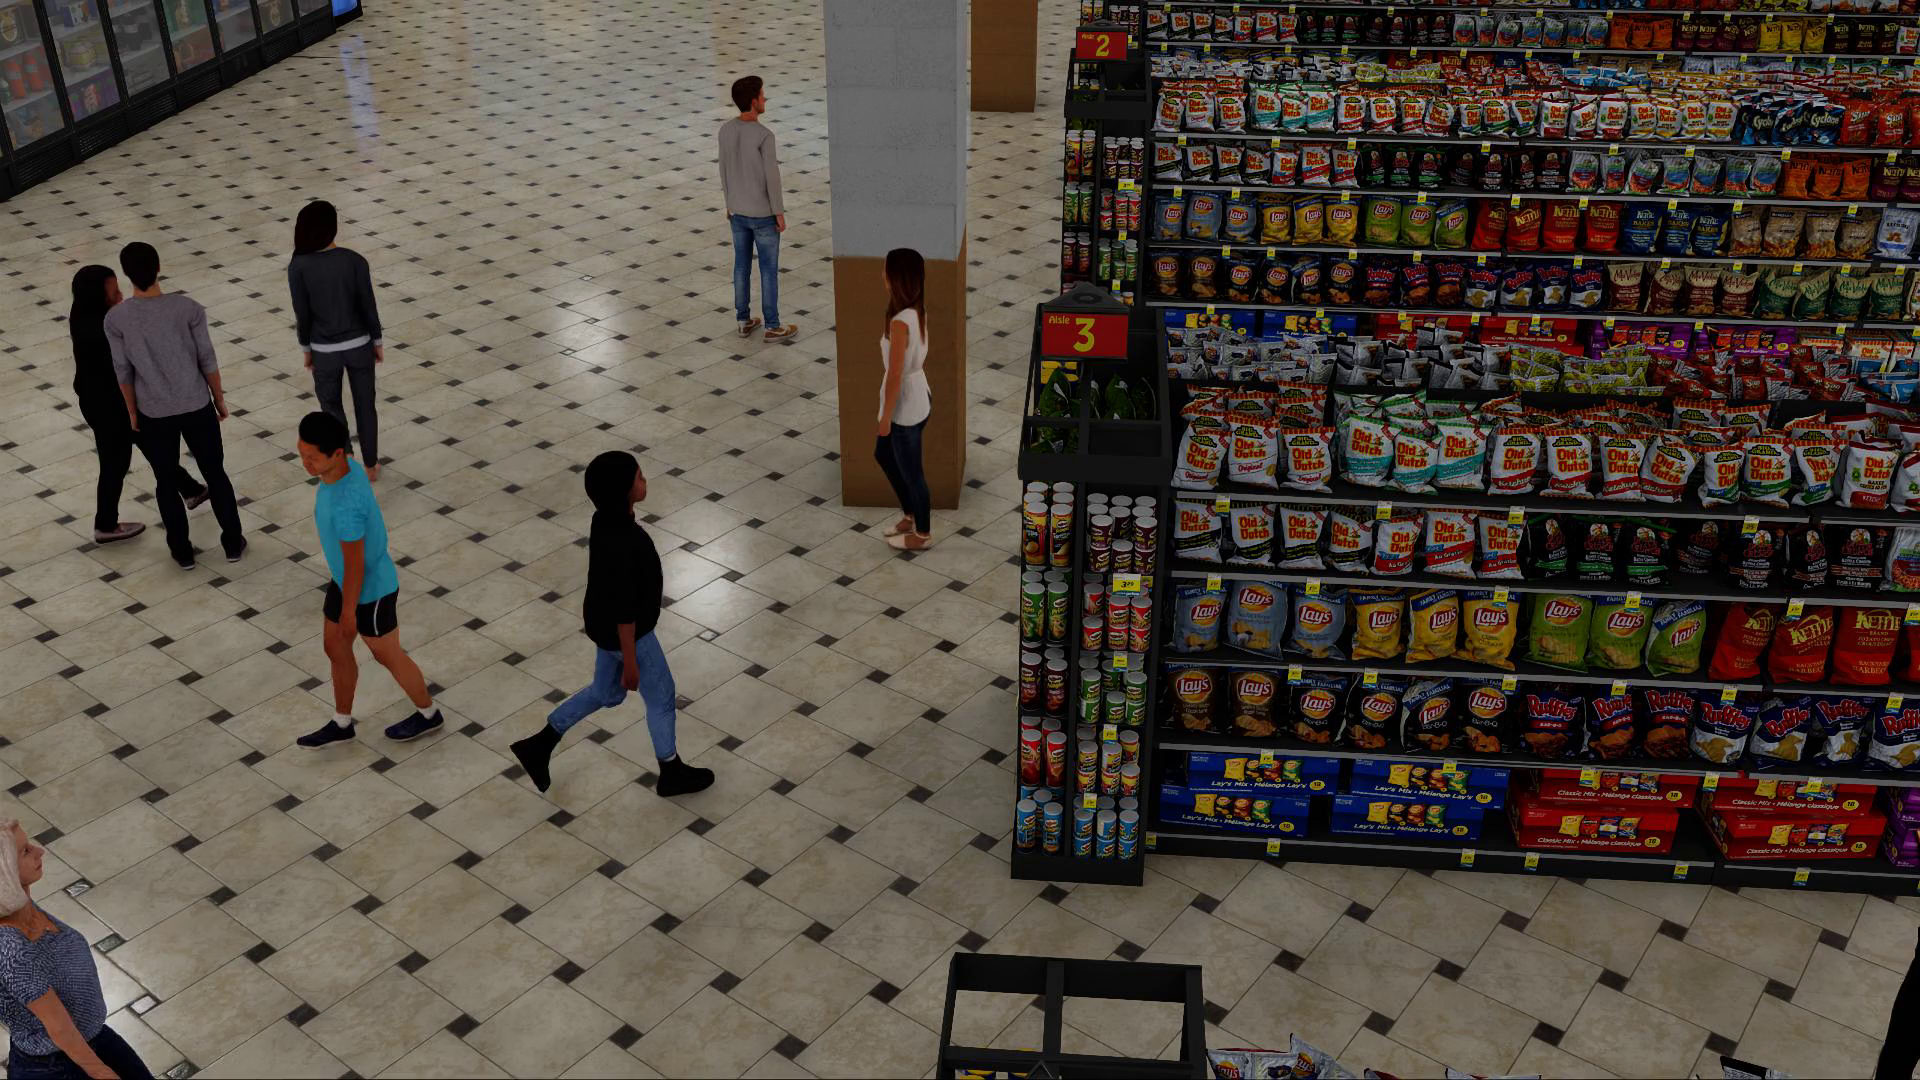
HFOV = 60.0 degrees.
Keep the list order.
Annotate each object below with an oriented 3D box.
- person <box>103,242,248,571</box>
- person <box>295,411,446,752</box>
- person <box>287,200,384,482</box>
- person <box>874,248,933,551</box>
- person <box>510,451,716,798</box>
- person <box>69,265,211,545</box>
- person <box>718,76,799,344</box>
[{"bbox_3d":[-4.246,-0.715,8.994,0.651,1.840,0.785,-13,31,-22],"label":"person"},{"bbox_3d":[-2.562,0.196,7.425,1.047,1.746,0.950,-12,31,-21],"label":"person"},{"bbox_3d":[-3.638,-1.100,9.788,0.840,1.755,0.860,-10,30,-17],"label":"person"},{"bbox_3d":[-0.203,-0.728,9.084,0.550,1.777,0.604,3,29,5],"label":"person"},{"bbox_3d":[-1.533,0.437,7.067,1.164,1.666,0.933,-10,30,-17],"label":"person"},{"bbox_3d":[-4.793,-0.708,9.255,1.124,1.578,1.024,-18,33,-29],"label":"person"},{"bbox_3d":[-1.485,-2.366,11.954,0.664,1.902,0.808,16,32,26],"label":"person"}]
